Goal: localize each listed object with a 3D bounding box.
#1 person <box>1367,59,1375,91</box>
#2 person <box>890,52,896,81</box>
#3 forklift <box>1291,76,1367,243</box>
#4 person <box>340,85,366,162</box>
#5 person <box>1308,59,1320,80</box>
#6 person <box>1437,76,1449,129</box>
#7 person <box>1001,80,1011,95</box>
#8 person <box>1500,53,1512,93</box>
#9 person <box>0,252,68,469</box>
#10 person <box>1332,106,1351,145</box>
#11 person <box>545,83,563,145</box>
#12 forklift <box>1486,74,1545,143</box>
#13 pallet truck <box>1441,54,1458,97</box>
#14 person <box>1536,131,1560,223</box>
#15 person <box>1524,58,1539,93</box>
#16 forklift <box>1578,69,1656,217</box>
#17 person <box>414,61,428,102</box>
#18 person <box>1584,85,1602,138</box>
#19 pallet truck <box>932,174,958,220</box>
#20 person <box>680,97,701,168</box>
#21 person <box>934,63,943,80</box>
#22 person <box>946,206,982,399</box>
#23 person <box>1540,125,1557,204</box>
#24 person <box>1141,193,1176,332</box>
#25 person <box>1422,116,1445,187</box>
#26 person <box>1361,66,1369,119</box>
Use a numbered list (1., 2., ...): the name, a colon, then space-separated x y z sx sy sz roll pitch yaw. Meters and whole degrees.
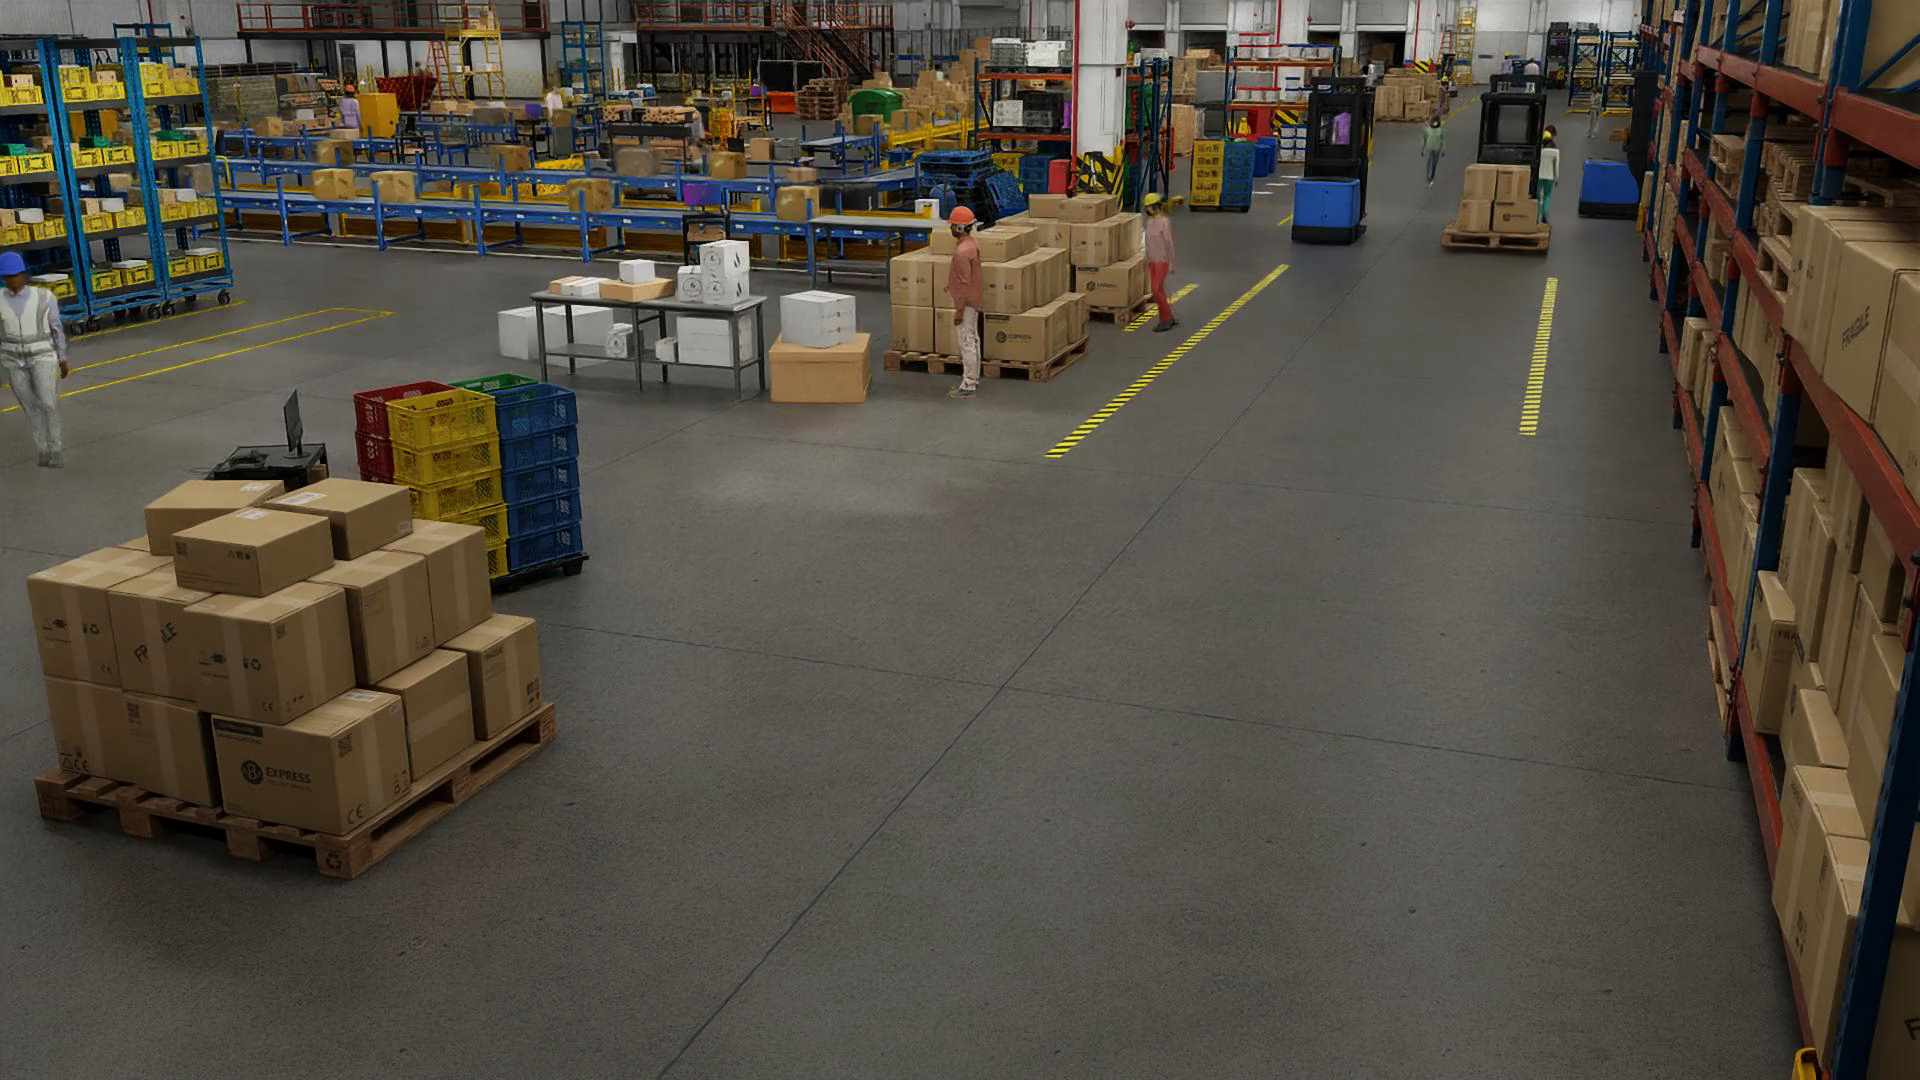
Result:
1. person: 18.690 -21.083 76.105 0.601 1.830 0.977 -12 21 -33
2. person: -3.711 -25.760 90.942 0.320 1.742 0.492 -10 20 -28
3. forklift: 6.598 -6.755 29.381 1.129 2.768 1.873 6 19 19
4. person: -16.245 -11.131 44.498 0.607 2.039 0.385 8 19 25
5. person: 17.053 -22.287 79.878 0.522 1.844 0.800 -6 19 -19
6. person: 16.589 -15.019 57.159 0.324 1.765 0.534 8 19 23
7. person: 1.816 -18.060 66.568 0.520 1.859 0.363 -1 18 -4
8. person: 27.160 -23.274 82.831 0.587 1.928 0.382 -3 18 -11
9. person: -8.192 -1.554 14.581 0.631 1.921 0.661 -6 19 -18
10. person: 9.041 -9.342 39.081 0.569 1.916 0.625 7 19 21
11. person: -12.114 -12.672 49.608 0.776 1.882 0.646 8 19 24
12. forklift: 10.010 -7.036 30.262 1.129 2.768 1.873 6 19 19
13. pallet truck: 22.765 -21.886 78.355 0.823 1.965 1.885 -4 18 -14
14. person: 11.058 -6.865 31.580 0.539 1.739 0.697 4 18 13
15. person: 25.805 -20.819 75.202 0.621 1.869 1.028 8 19 25
16. forklift: 13.219 -7.740 32.475 1.873 2.768 1.129 6 19 18
17. person: -23.963 -20.317 73.770 0.981 1.801 0.530 10 20 28
18. person: 20.353 -13.742 53.348 0.308 1.641 0.517 -5 18 -15
19. pallet truck: -0.507 -5.292 27.348 0.653 1.274 1.630 6 19 19
20. person: -6.839 -10.336 42.358 0.613 1.815 0.510 -14 23 -38
21. person: -0.956 -18.125 66.690 0.577 1.898 0.633 15 23 39
22. person: 0.042 -2.475 17.366 0.386 1.996 0.610 4 18 12
23. person: 12.339 -7.895 34.983 0.277 1.635 0.505 0 18 0
24. person: 2.503 -3.505 21.024 0.381 1.720 0.587 -8 20 -25
25. person: 11.027 -9.070 38.744 0.510 1.593 0.833 3 18 10
26. person: 15.100 -16.713 62.148 0.361 1.965 0.613 -2 18 -7
